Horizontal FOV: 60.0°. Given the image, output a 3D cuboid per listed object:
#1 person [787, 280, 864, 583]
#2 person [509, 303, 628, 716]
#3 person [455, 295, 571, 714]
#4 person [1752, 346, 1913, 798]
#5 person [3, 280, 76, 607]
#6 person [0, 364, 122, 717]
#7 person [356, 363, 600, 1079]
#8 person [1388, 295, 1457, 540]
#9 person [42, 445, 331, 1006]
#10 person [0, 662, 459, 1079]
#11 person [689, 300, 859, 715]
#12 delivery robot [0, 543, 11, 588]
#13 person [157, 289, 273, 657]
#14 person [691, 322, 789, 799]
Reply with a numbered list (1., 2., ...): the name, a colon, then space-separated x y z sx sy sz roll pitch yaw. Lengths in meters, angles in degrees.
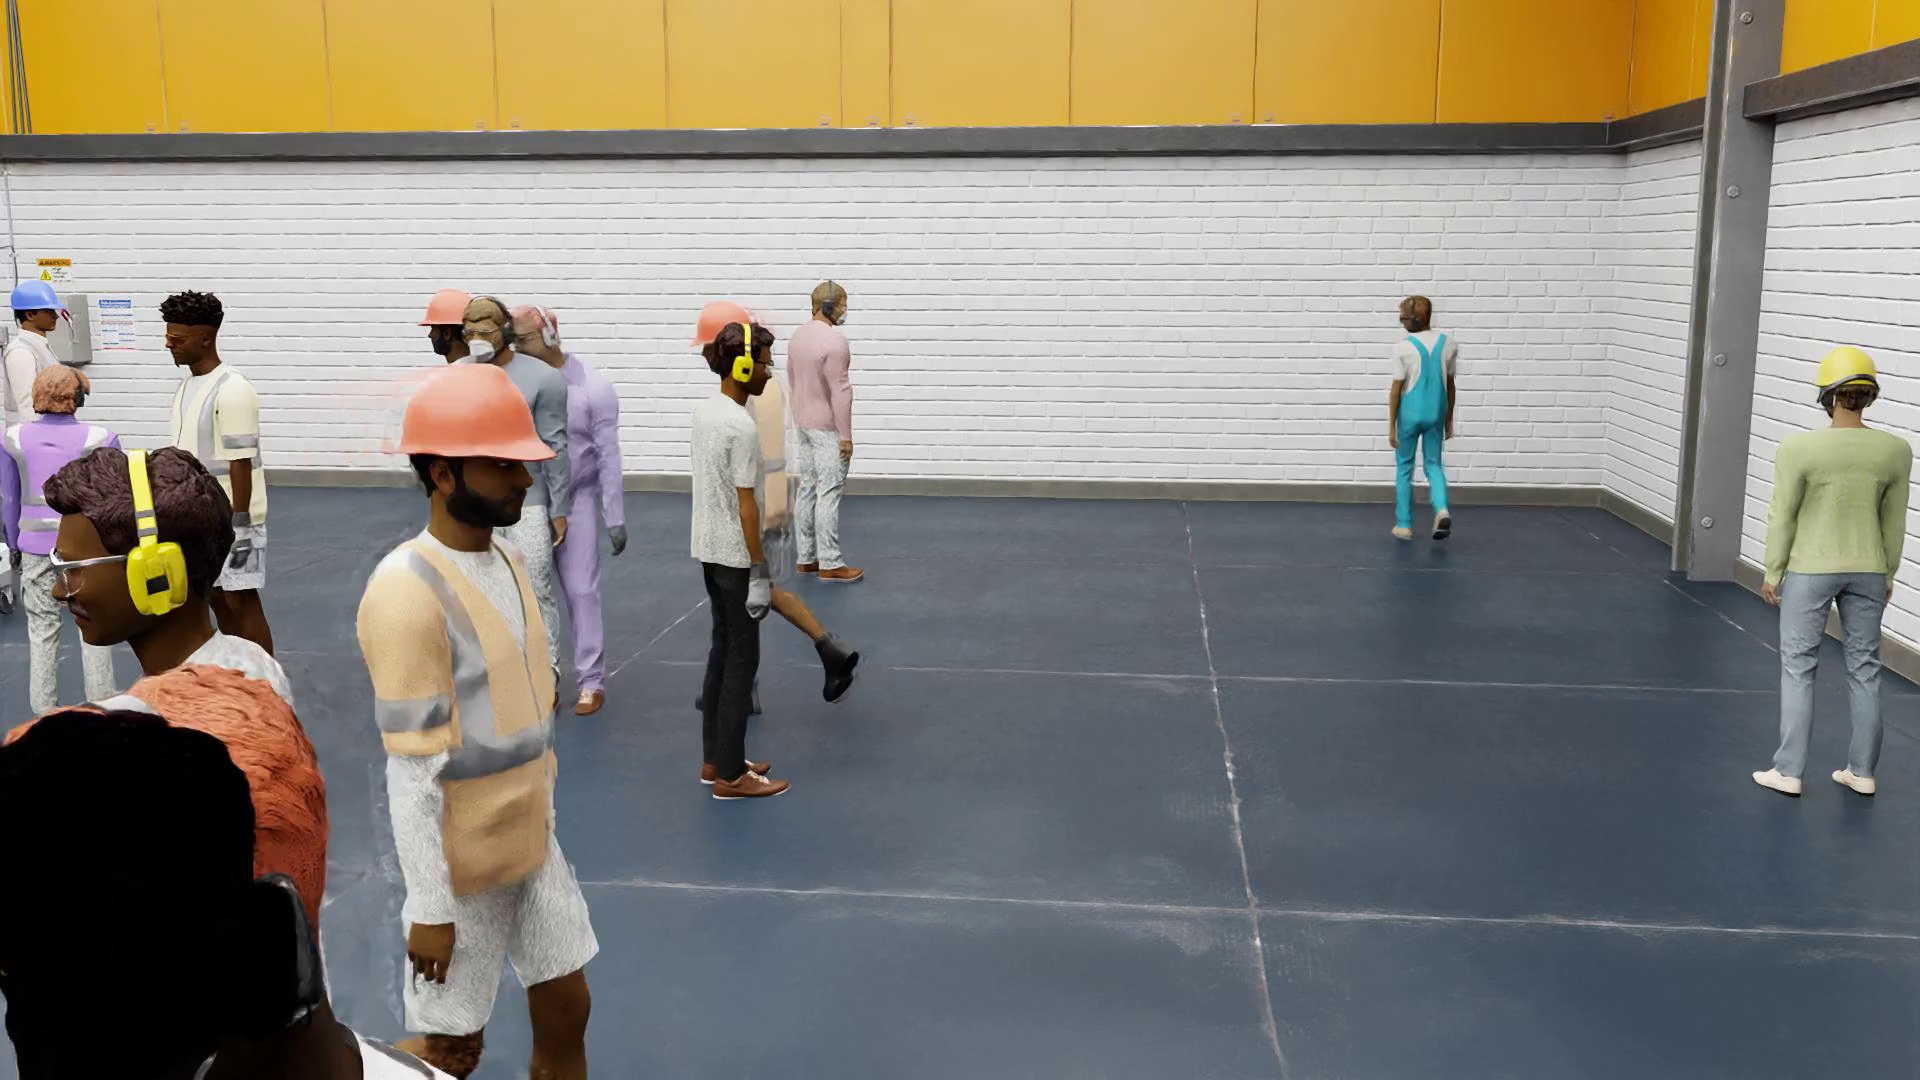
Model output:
1. person: -0.877 -0.691 10.681 0.353 1.930 0.635 -7 12 -34
2. person: -1.886 -0.151 7.745 0.716 1.903 0.463 1 10 6
3. person: -2.079 -0.141 7.558 0.641 1.928 0.386 1 10 5
4. person: 3.406 0.128 6.504 0.522 1.760 0.355 0 10 0
5. person: -5.493 -0.575 9.969 0.387 1.949 0.602 -4 11 -21
6. person: -3.927 0.044 7.334 0.525 1.630 0.323 -2 10 -12
7. person: -1.033 0.597 3.360 0.835 1.915 0.556 2 10 13
8. person: 3.337 -0.865 12.042 0.537 1.807 0.655 -1 10 -5
9. person: -1.107 0.782 2.467 0.325 1.860 0.513 -3 10 -14
10. person: -0.436 1.004 1.164 0.728 1.856 0.730 5 11 28
11. person: -0.870 -0.119 7.476 0.698 1.910 0.557 4 11 23
12. delivery robot: -5.681 0.173 9.402 0.477 0.478 0.707 -1 10 -8
13. person: -3.277 -0.114 7.352 0.599 1.947 0.379 9 13 42
14. person: -0.862 0.087 6.458 0.346 1.855 0.533 -5 11 -28
